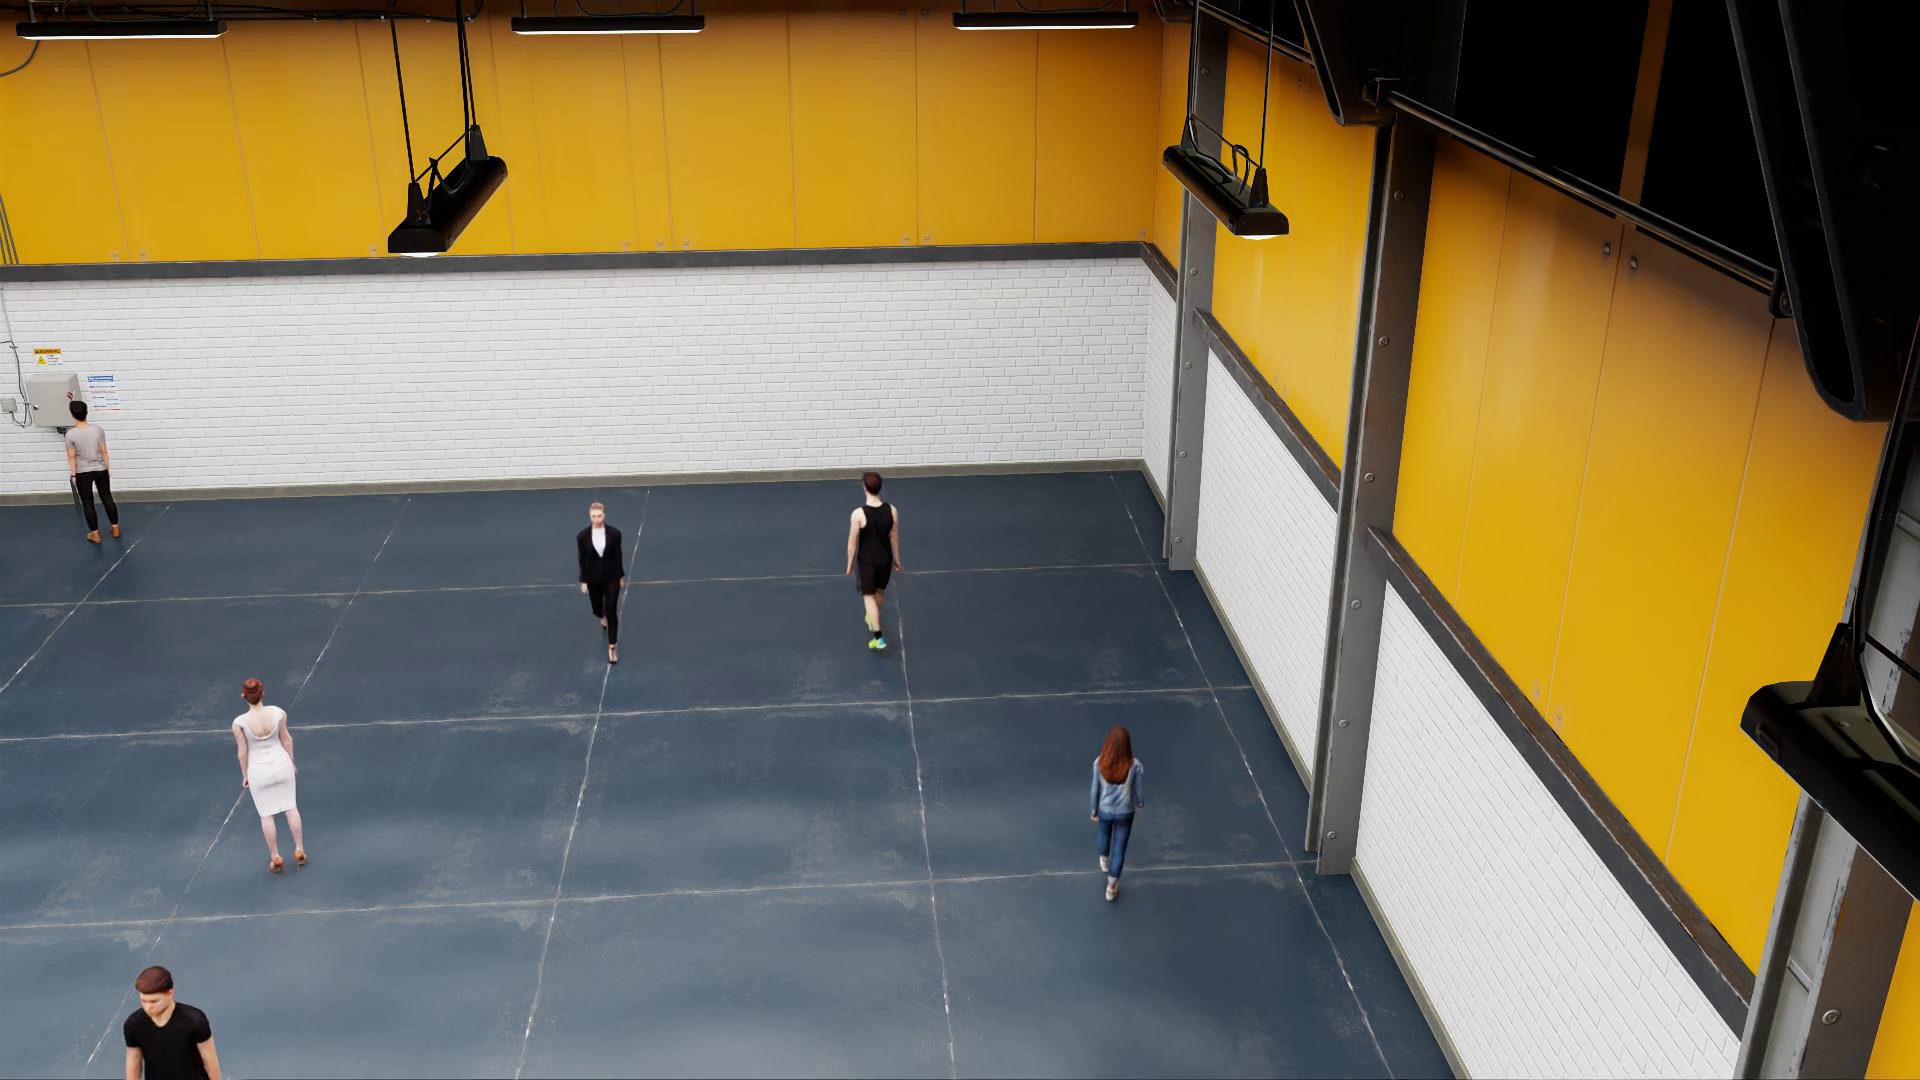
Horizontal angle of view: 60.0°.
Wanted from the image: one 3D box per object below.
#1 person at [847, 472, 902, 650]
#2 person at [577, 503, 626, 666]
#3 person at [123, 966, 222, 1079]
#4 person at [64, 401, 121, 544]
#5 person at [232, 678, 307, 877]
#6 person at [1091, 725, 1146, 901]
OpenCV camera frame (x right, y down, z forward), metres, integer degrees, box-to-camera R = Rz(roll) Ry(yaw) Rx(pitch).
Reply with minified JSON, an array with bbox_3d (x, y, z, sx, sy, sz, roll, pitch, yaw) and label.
[{"bbox_3d":[-0.866,0.241,17.002,0.925,1.861,1.186,-10,25,-21],"label":"person"},{"bbox_3d":[-3.625,0.390,16.878,0.713,1.688,1.030,-5,24,-12],"label":"person"},{"bbox_3d":[-4.652,3.299,10.045,0.785,1.831,1.236,1,24,2],"label":"person"},{"bbox_3d":[-10.247,-0.816,19.600,0.678,1.718,0.716,-20,31,-39],"label":"person"},{"bbox_3d":[-5.534,1.883,13.333,0.640,1.793,0.625,-14,27,-29],"label":"person"},{"bbox_3d":[1.222,2.167,13.097,0.725,1.461,0.907,6,24,14],"label":"person"}]
